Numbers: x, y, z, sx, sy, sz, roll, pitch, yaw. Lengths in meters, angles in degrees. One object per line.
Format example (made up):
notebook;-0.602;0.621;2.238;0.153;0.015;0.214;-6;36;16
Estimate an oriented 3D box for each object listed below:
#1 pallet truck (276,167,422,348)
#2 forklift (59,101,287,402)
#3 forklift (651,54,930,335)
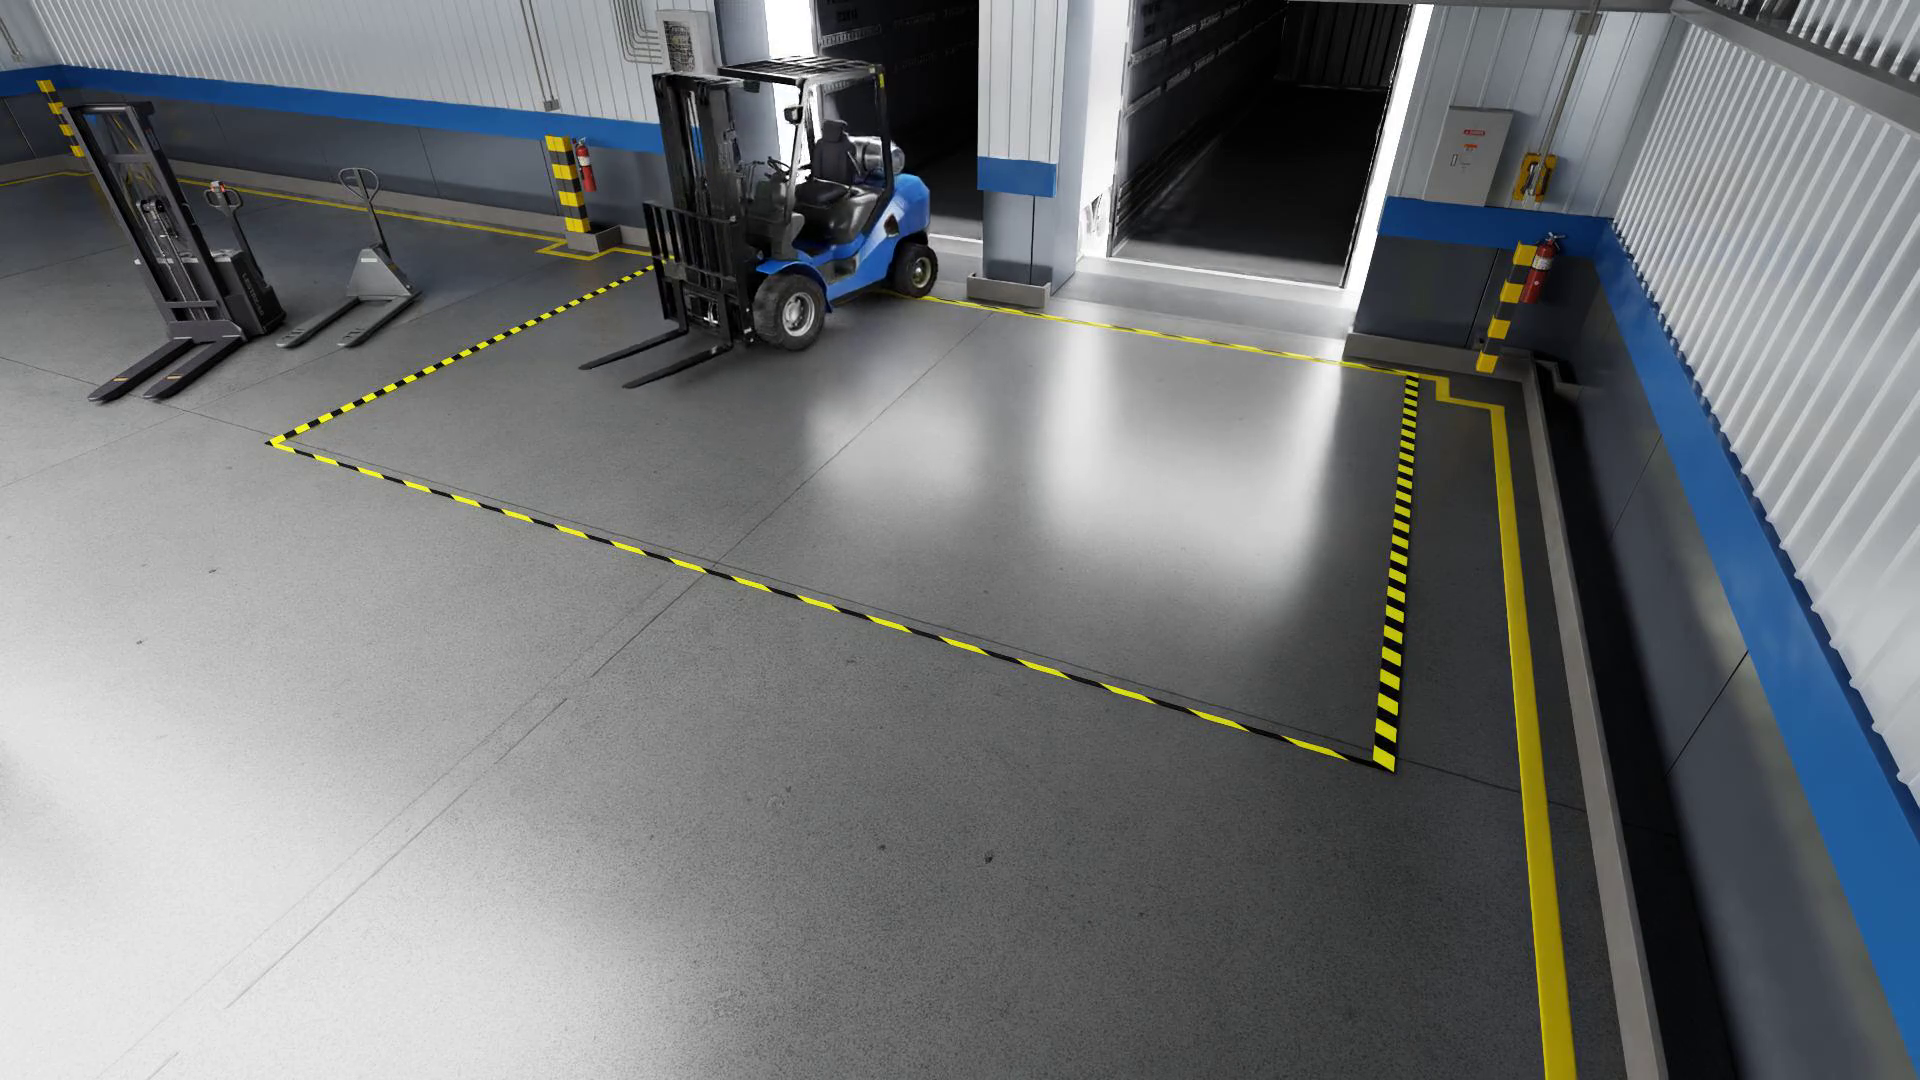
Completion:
pallet truck;-5.732;-2.611;8.414;0.680;1.201;1.601;-1;35;-1
forklift;-6.686;-2.387;7.434;0.823;1.965;1.885;-3;35;-5
forklift;-1.424;-3.222;8.313;1.157;2.036;2.680;24;41;30
